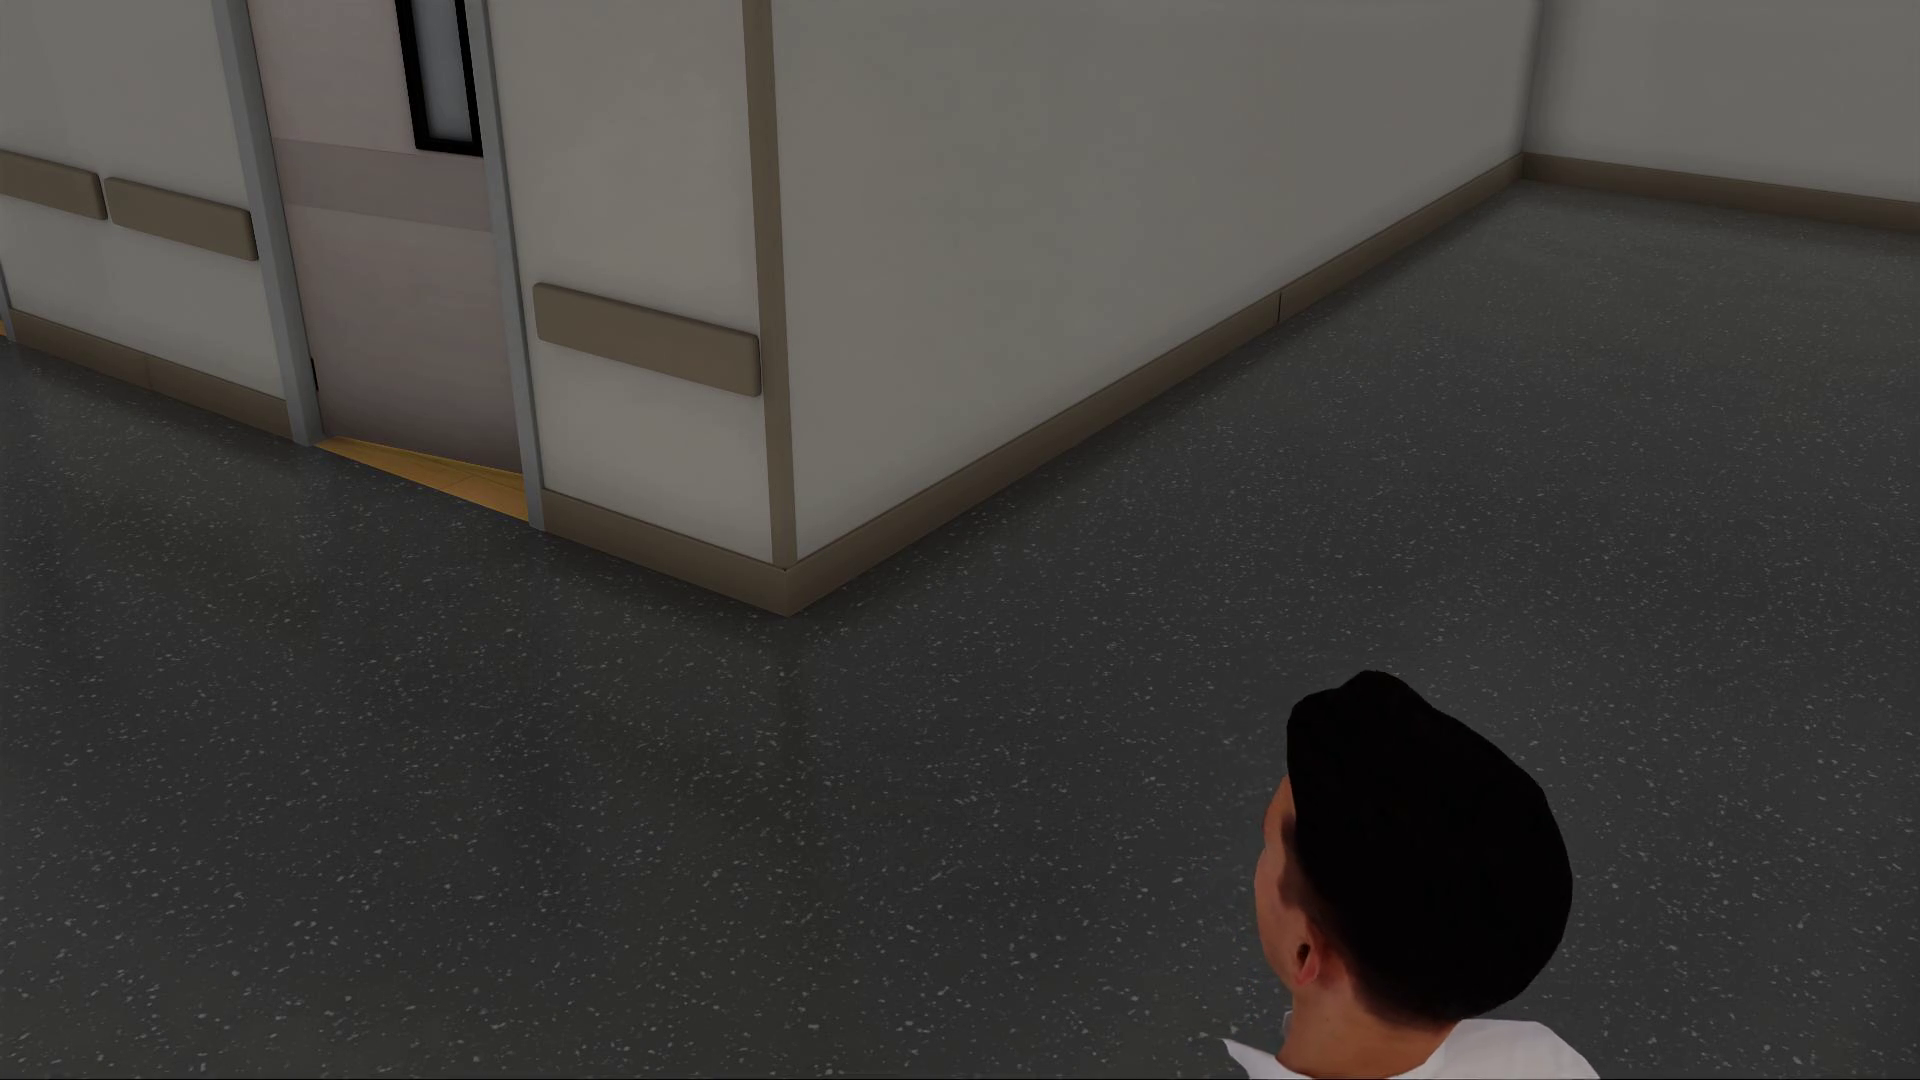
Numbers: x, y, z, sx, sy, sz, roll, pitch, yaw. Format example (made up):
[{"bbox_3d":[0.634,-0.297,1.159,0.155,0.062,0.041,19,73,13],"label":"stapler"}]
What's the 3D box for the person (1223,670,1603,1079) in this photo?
[{"bbox_3d":[0.311,0.948,1.501,0.656,1.872,0.766,-15,29,-28],"label":"person"}]
